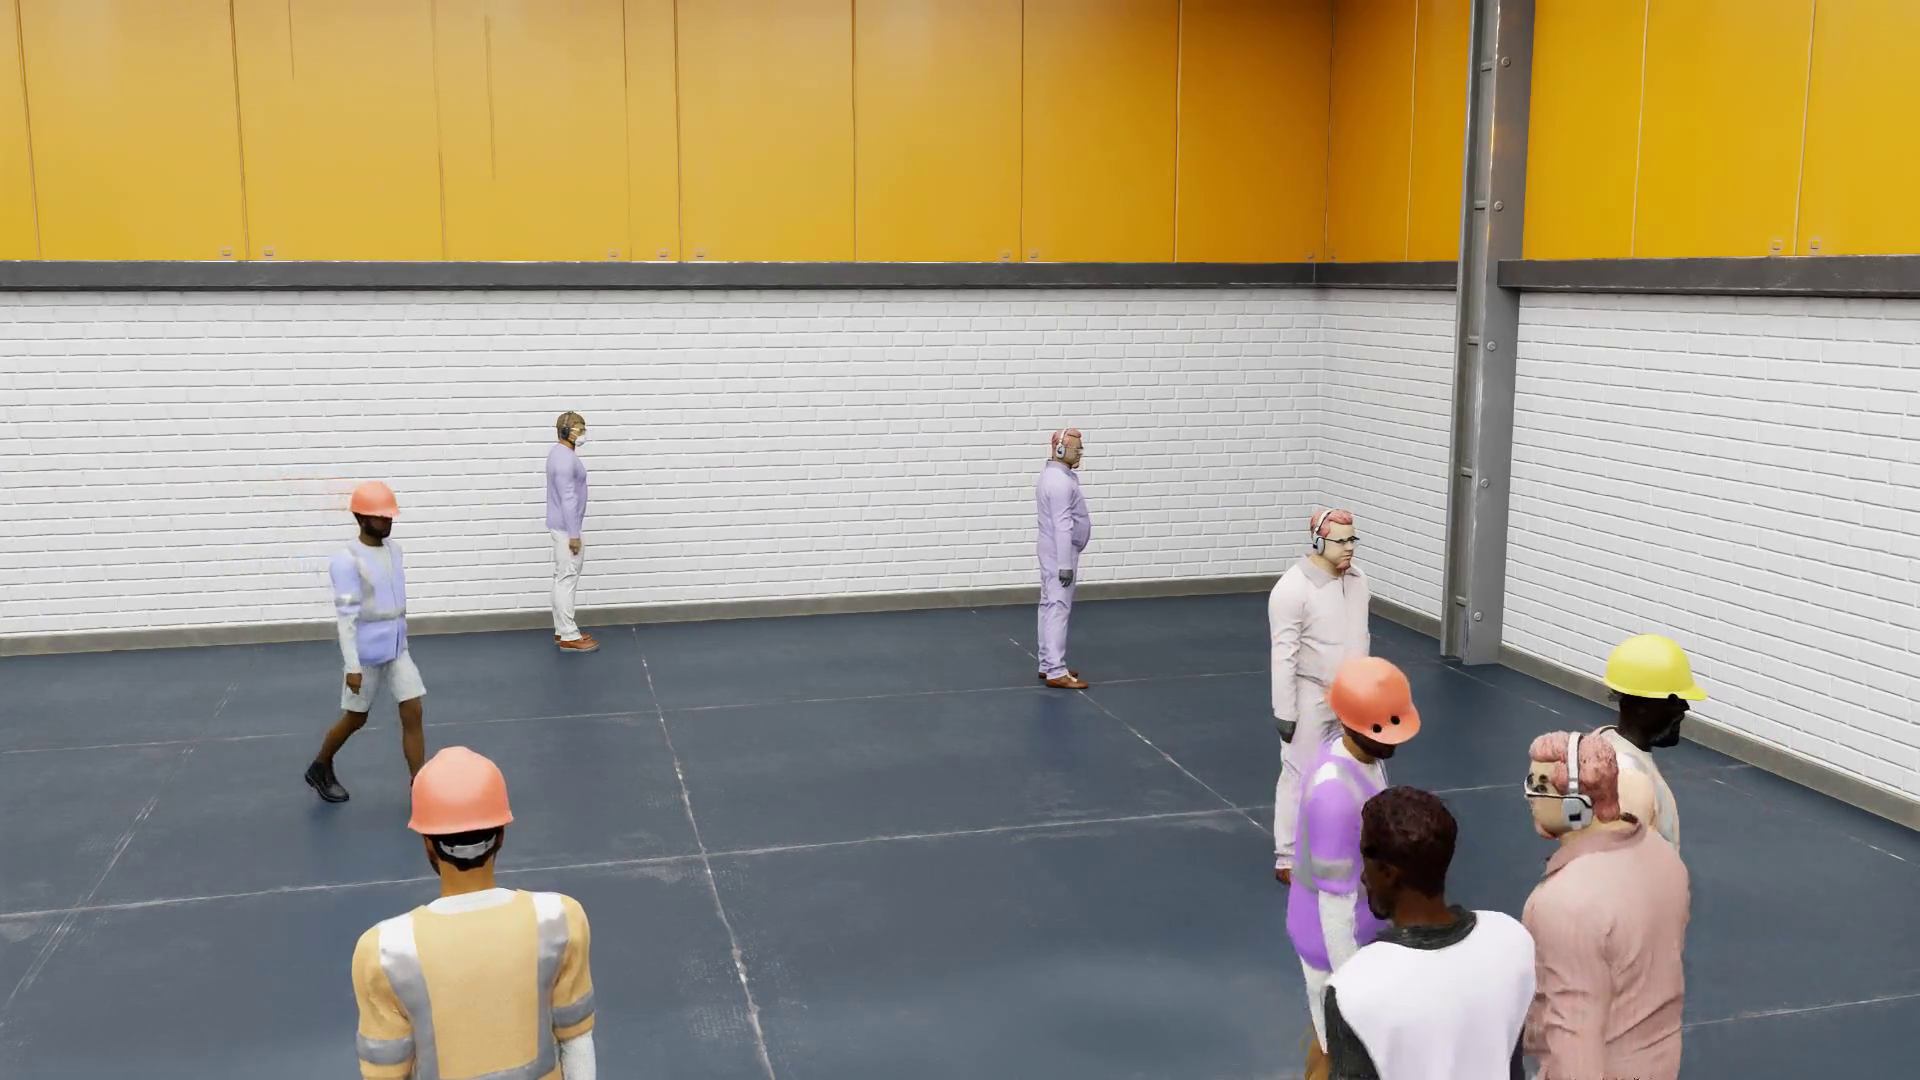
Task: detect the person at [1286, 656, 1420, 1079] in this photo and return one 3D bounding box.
[{"bbox_3d":[1.248,1.249,5.324,0.424,1.885,0.706,3,10,18],"label":"person"}]

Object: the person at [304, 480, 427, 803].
[{"bbox_3d":[-3.331,0.598,9.353,0.966,1.900,0.558,4,10,21],"label":"person"}]

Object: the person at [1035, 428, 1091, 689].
[{"bbox_3d":[0.762,0.129,12.244,0.399,1.905,0.642,-1,9,-5],"label":"person"}]

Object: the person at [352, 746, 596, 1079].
[{"bbox_3d":[-1.140,1.439,3.966,0.544,1.936,0.359,-5,10,-27],"label":"person"}]

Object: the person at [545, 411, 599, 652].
[{"bbox_3d":[-3.150,-0.072,13.406,0.372,1.935,0.627,-3,10,-18],"label":"person"}]

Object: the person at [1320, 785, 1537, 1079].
[{"bbox_3d":[1.065,1.493,3.735,0.619,1.902,0.533,-5,10,-28],"label":"person"}]

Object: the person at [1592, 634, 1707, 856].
[{"bbox_3d":[2.096,1.239,5.239,0.367,1.927,0.590,2,9,11],"label":"person"}]

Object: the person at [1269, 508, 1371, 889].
[{"bbox_3d":[1.798,0.784,8.177,0.648,1.903,0.399,-7,12,-38],"label":"person"}]

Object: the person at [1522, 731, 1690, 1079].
[{"bbox_3d":[1.762,1.427,4.316,0.699,1.865,0.726,-8,12,-41],"label":"person"}]
